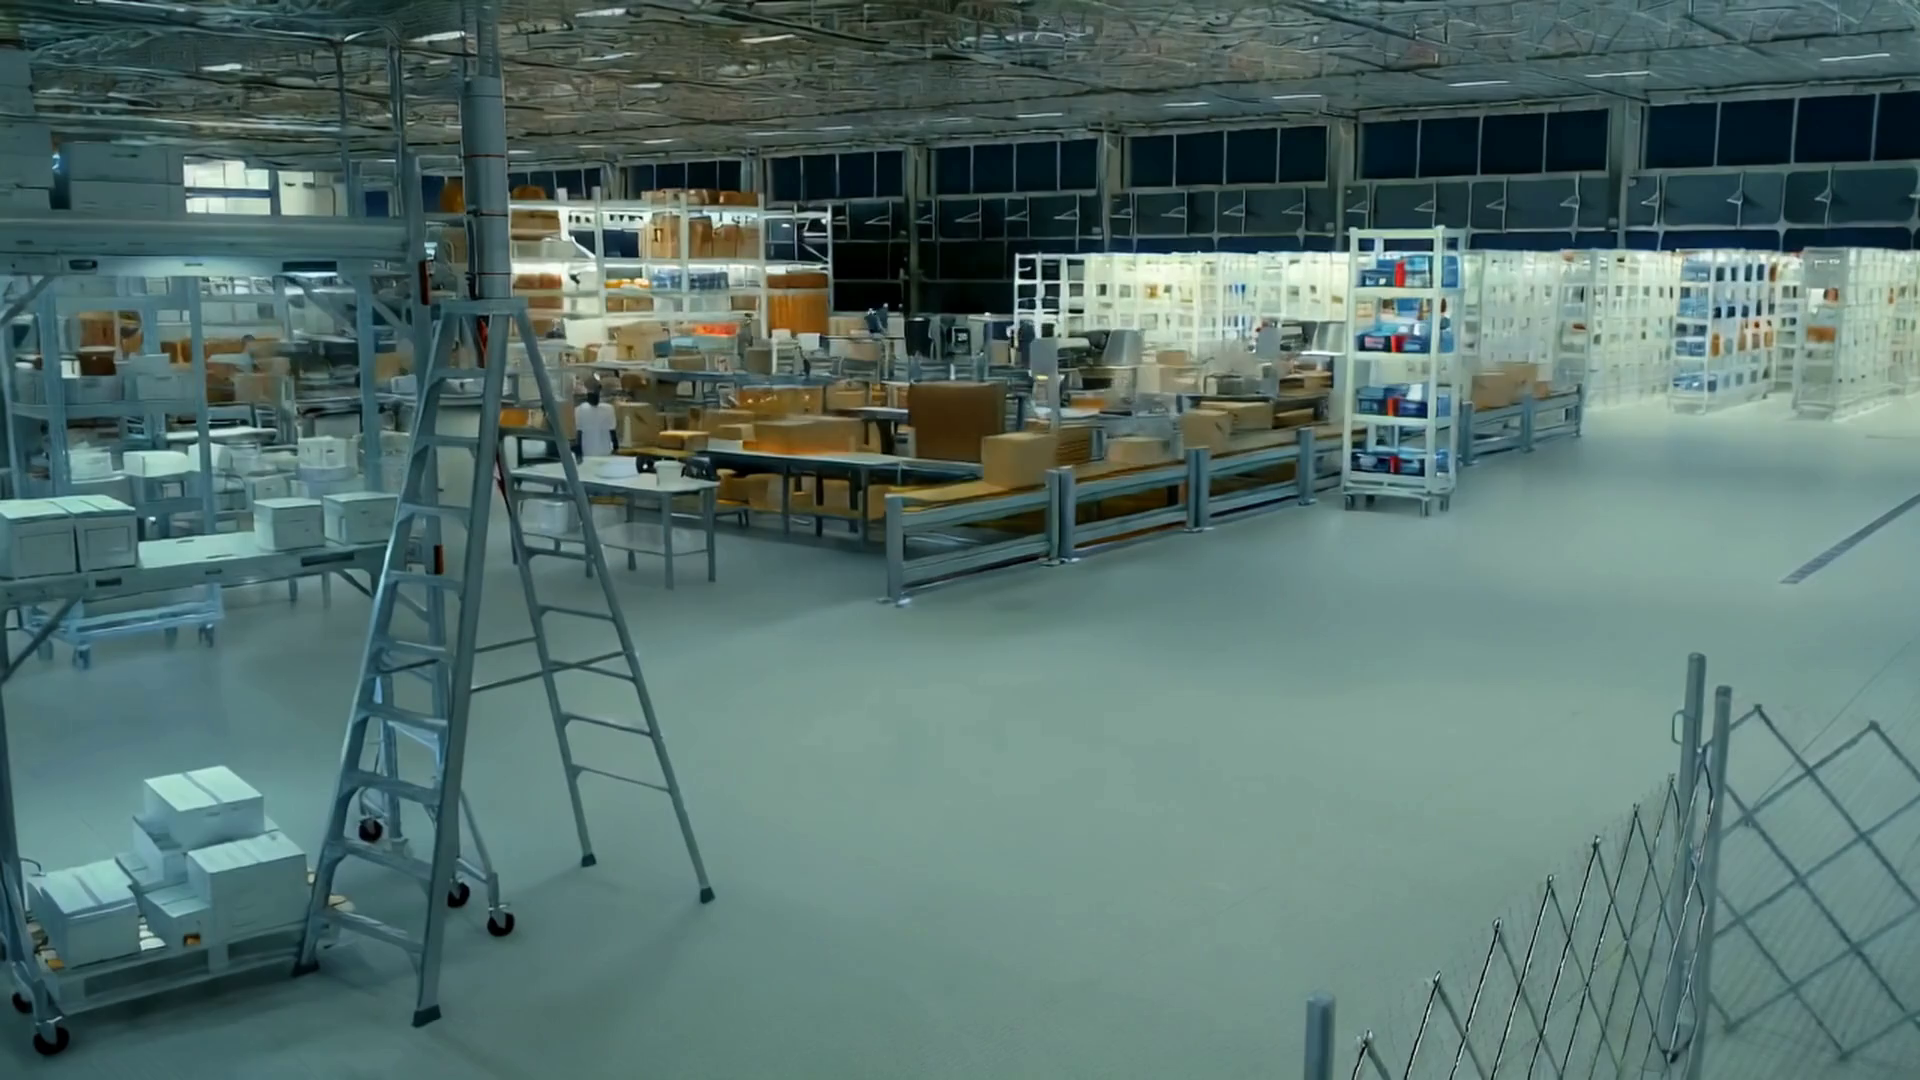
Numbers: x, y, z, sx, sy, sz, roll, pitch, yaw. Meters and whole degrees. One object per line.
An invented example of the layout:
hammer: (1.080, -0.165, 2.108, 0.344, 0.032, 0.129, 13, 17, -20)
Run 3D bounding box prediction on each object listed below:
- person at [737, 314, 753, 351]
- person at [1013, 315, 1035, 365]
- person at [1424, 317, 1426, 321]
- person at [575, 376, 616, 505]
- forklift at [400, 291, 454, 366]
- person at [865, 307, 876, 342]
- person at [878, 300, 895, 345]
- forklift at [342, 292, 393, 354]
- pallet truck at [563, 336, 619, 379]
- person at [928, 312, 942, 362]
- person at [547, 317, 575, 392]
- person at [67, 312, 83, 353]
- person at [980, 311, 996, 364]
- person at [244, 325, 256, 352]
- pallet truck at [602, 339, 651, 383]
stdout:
person: (-6.415, -5.847, 49.830, 0.432, 1.813, 0.614, 8, 12, 39)
person: (1.674, -5.244, 45.848, 0.792, 1.880, 0.671, 7, 11, 35)
person: (15.380, -6.757, 55.578, 0.928, 1.781, 0.608, 5, 10, 28)
person: (-4.178, -0.937, 19.022, 0.509, 1.872, 0.328, 2, 9, 9)
forklift: (-16.078, -6.263, 49.119, 1.129, 2.768, 1.873, 7, 11, 37)
person: (-3.534, -8.437, 66.349, 0.504, 1.703, 0.859, -3, 10, -20)
person: (-3.148, -9.202, 70.485, 0.857, 1.906, 0.547, -9, 13, -43)
forklift: (-16.485, -5.622, 45.120, 1.129, 2.768, 1.873, 7, 11, 37)
pallet truck: (-10.690, -5.294, 48.215, 1.601, 1.201, 0.680, -5, 10, -26)
person: (-0.867, -6.842, 56.239, 0.572, 1.749, 0.340, -6, 11, -35)
person: (-10.257, -4.763, 42.759, 0.774, 1.916, 0.636, 5, 10, 29)
person: (-29.603, -6.830, 55.699, 0.641, 1.905, 0.410, 8, 12, 42)
person: (0.906, -6.426, 53.407, 0.453, 1.830, 0.559, 4, 10, 22)
person: (-19.261, -4.996, 45.032, 0.539, 1.659, 0.874, 8, 12, 42)
pallet truck: (-8.991, -4.871, 45.351, 0.653, 1.274, 1.630, 7, 11, 37)
